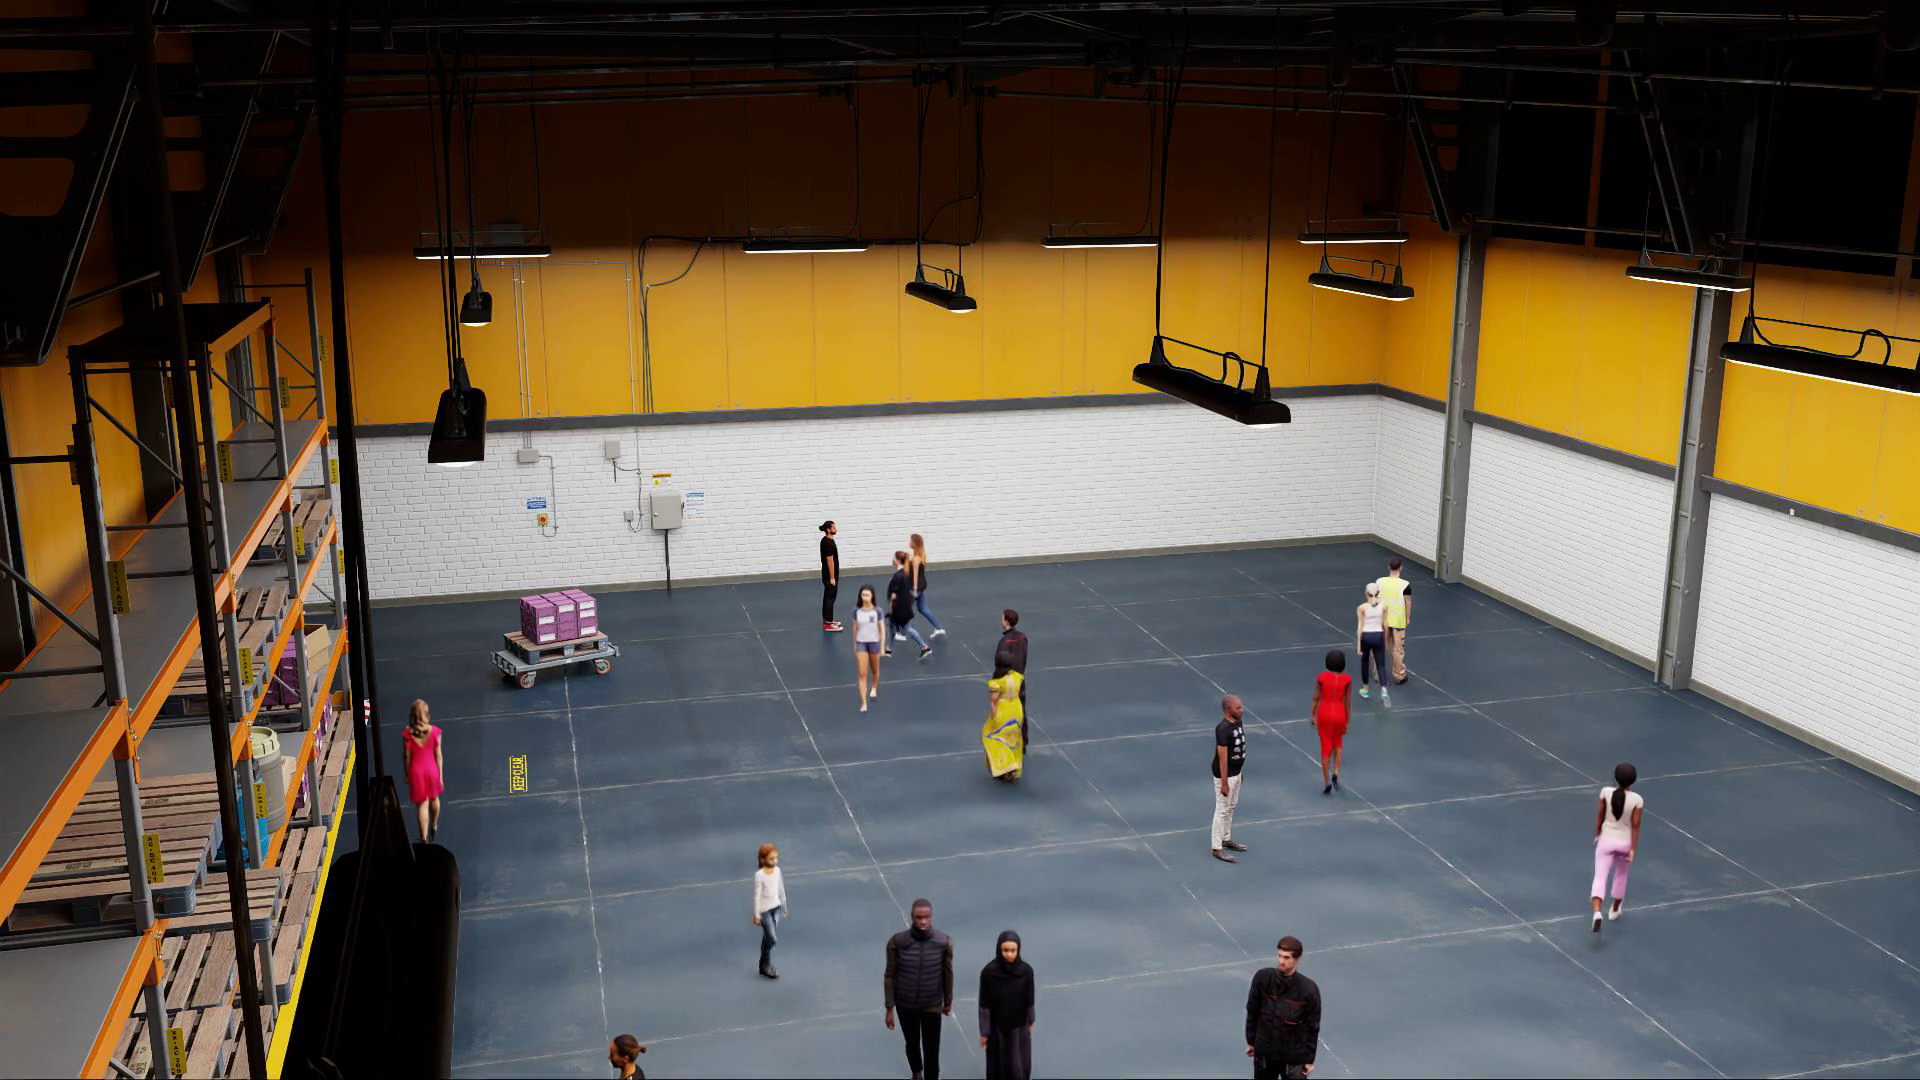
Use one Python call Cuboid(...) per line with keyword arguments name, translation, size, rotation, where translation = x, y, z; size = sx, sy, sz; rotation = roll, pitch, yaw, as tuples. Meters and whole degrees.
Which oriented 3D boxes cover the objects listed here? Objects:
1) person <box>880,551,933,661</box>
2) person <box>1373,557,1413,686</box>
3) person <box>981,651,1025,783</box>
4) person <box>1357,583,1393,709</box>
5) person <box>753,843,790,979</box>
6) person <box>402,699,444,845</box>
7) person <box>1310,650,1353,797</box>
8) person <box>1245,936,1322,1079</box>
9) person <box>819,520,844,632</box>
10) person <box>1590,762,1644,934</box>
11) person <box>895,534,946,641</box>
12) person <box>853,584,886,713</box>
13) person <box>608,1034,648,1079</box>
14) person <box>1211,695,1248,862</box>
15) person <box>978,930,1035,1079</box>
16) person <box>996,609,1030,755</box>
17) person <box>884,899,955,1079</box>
Cuboid(name="person", translation=(-0.791, 1.004, 24.635), size=(1.077, 1.647, 1.158), rotation=(4, 14, 16))
Cuboid(name="person", translation=(6.150, 1.139, 23.655), size=(0.856, 1.846, 0.912), rotation=(7, 15, 26))
Cuboid(name="person", translation=(0.597, 2.151, 19.903), size=(0.965, 1.646, 1.059), rotation=(-10, 17, -36))
Cuboid(name="person", translation=(5.649, 1.465, 22.702), size=(0.859, 1.660, 1.257), rotation=(1, 14, 4))
Cuboid(name="person", translation=(-1.819, 3.415, 15.393), size=(0.635, 1.310, 0.582), rotation=(10, 17, 35))
Cuboid(name="person", translation=(-5.788, 2.601, 17.973), size=(0.584, 1.679, 1.060), rotation=(-3, 14, -14))
Cuboid(name="person", translation=(4.390, 2.177, 19.622), size=(0.718, 1.727, 0.830), rotation=(0, 14, 1))
Cuboid(name="person", translation=(2.432, 3.836, 12.534), size=(0.774, 1.837, 0.839), rotation=(8, 16, 30))
Cuboid(name="person", translation=(-2.057, 0.548, 26.285), size=(0.694, 1.758, 0.505), rotation=(-3, 14, -11))
Cuboid(name="person", translation=(6.361, 3.015, 16.197), size=(1.039, 1.710, 1.121), rotation=(8, 16, 29))
Cuboid(name="person", translation=(-0.582, 0.754, 25.580), size=(0.973, 1.688, 1.070), rotation=(4, 14, 15))
Cuboid(name="person", translation=(-1.233, 1.440, 22.753), size=(0.840, 1.686, 1.204), rotation=(1, 14, 4))
Cuboid(name="person", translation=(-2.239, 4.175, 11.495), size=(0.647, 1.669, 0.471), rotation=(-3, 14, -11))
Cuboid(name="person", translation=(2.893, 2.535, 17.976), size=(0.813, 1.805, 0.752), rotation=(8, 16, 29))
Cuboid(name="person", translation=(0.368, 3.794, 13.188), size=(0.726, 1.612, 0.908), rotation=(0, 14, 0))
Cuboid(name="person", translation=(0.637, 1.793, 20.816), size=(0.790, 1.911, 0.775), rotation=(11, 17, 38))
Cuboid(name="person", translation=(-0.328, 3.684, 13.254), size=(0.928, 1.794, 1.186), rotation=(1, 14, 3))
